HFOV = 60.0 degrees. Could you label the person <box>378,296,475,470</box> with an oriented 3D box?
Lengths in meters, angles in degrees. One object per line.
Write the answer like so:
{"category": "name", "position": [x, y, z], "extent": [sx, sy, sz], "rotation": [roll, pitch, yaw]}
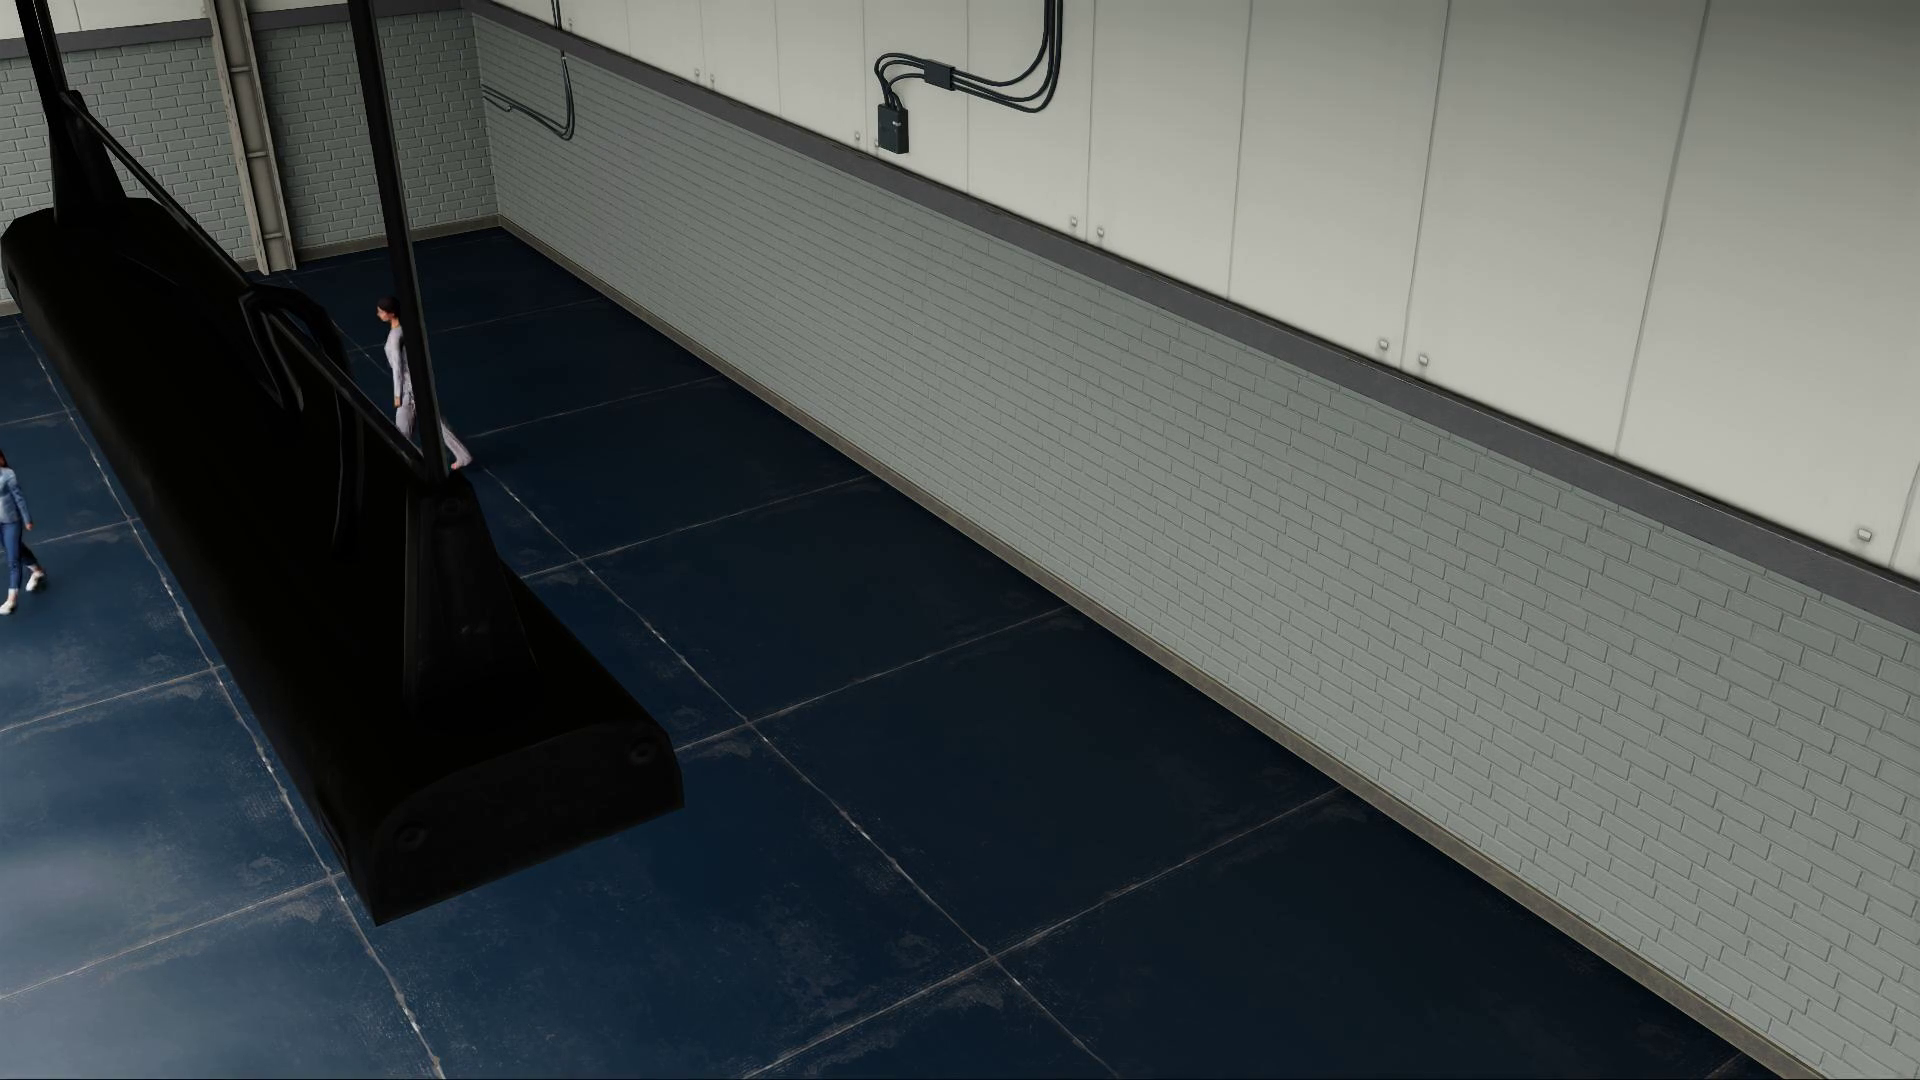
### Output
{"category": "person", "position": [-4.925, -1.417, 15.358], "extent": [1.215, 1.729, 0.964], "rotation": [-1, 28, -3]}

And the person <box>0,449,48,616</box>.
{"category": "person", "position": [-7.636, -0.178, 13.342], "extent": [1.005, 1.438, 1.004], "rotation": [1, 28, 3]}
